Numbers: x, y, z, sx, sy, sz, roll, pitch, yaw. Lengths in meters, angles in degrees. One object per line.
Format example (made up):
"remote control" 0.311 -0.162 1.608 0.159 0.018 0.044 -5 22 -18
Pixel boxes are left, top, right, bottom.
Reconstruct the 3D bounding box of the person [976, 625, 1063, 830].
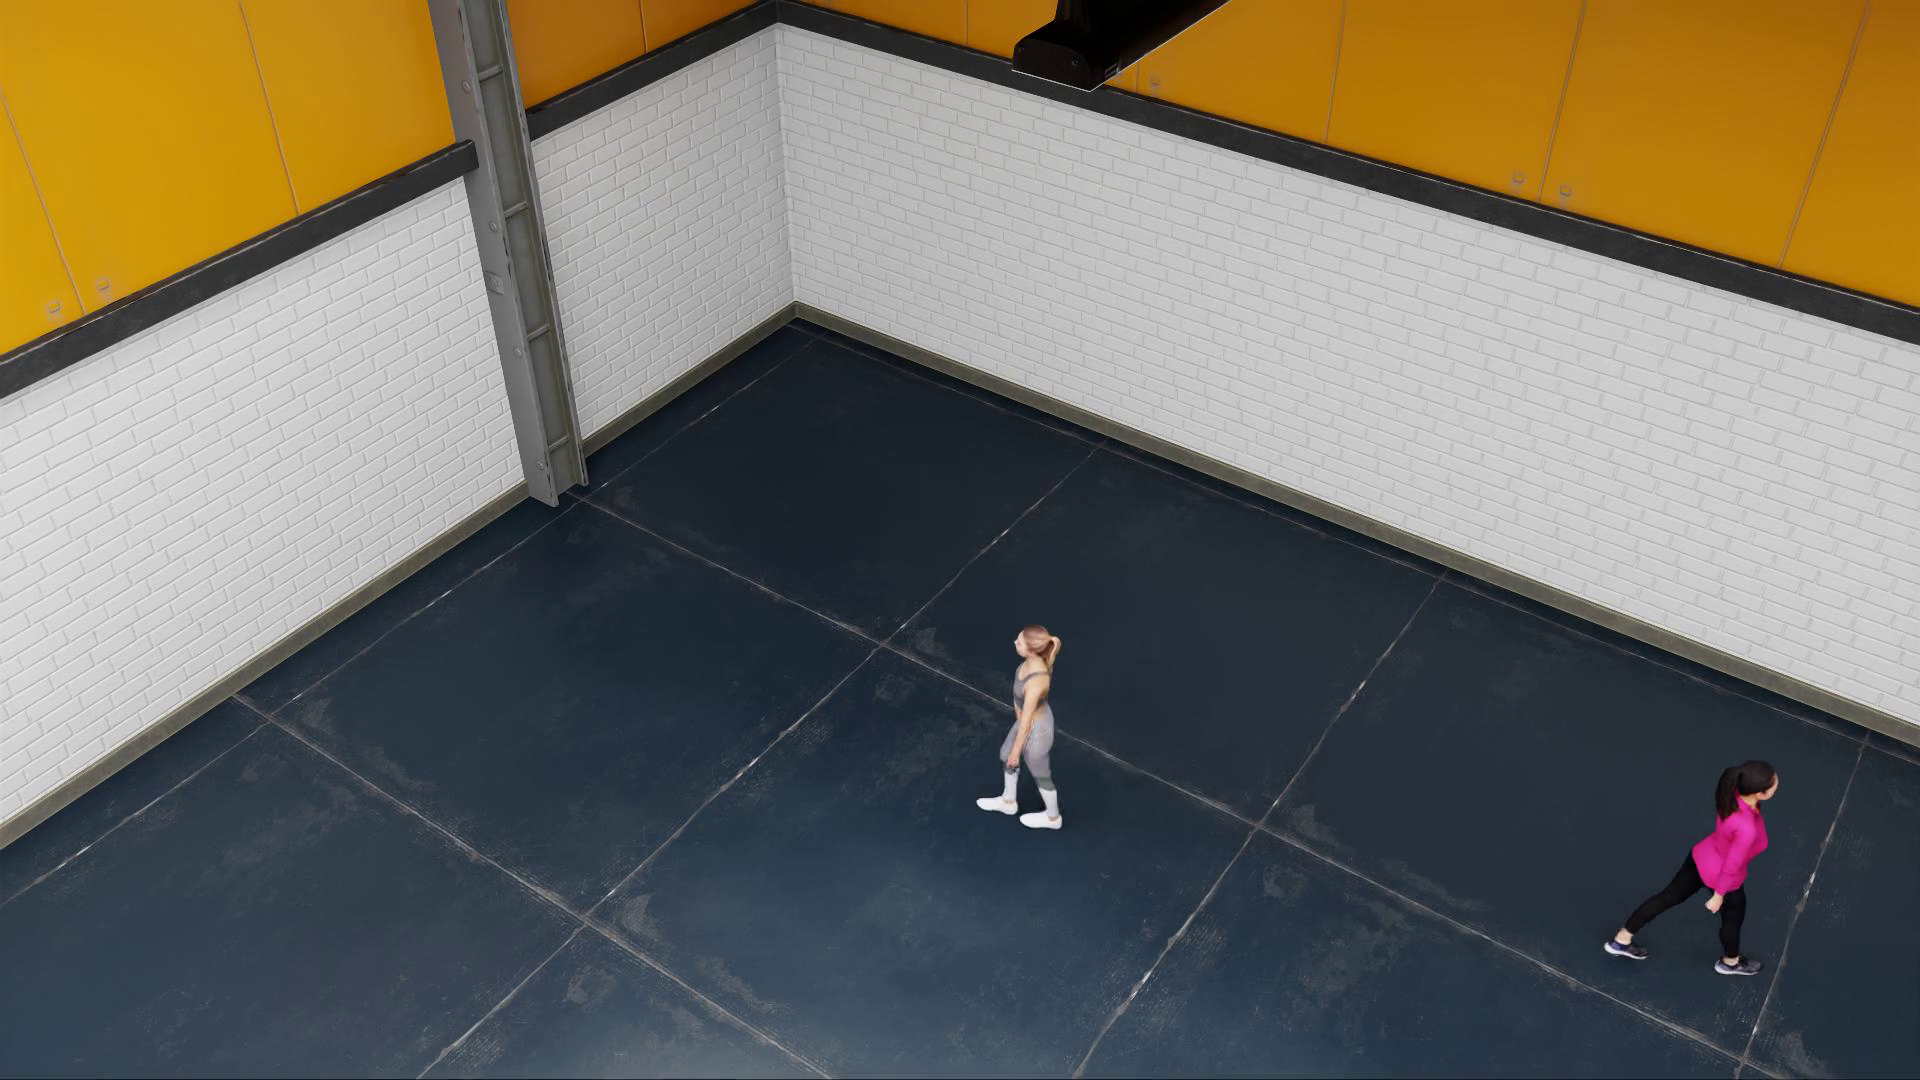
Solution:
"person" 0.531 1.164 10.068 0.864 1.688 0.848 4 39 4

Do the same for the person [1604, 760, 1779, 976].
"person" 4.104 1.837 9.252 1.029 1.655 1.125 3 39 4
